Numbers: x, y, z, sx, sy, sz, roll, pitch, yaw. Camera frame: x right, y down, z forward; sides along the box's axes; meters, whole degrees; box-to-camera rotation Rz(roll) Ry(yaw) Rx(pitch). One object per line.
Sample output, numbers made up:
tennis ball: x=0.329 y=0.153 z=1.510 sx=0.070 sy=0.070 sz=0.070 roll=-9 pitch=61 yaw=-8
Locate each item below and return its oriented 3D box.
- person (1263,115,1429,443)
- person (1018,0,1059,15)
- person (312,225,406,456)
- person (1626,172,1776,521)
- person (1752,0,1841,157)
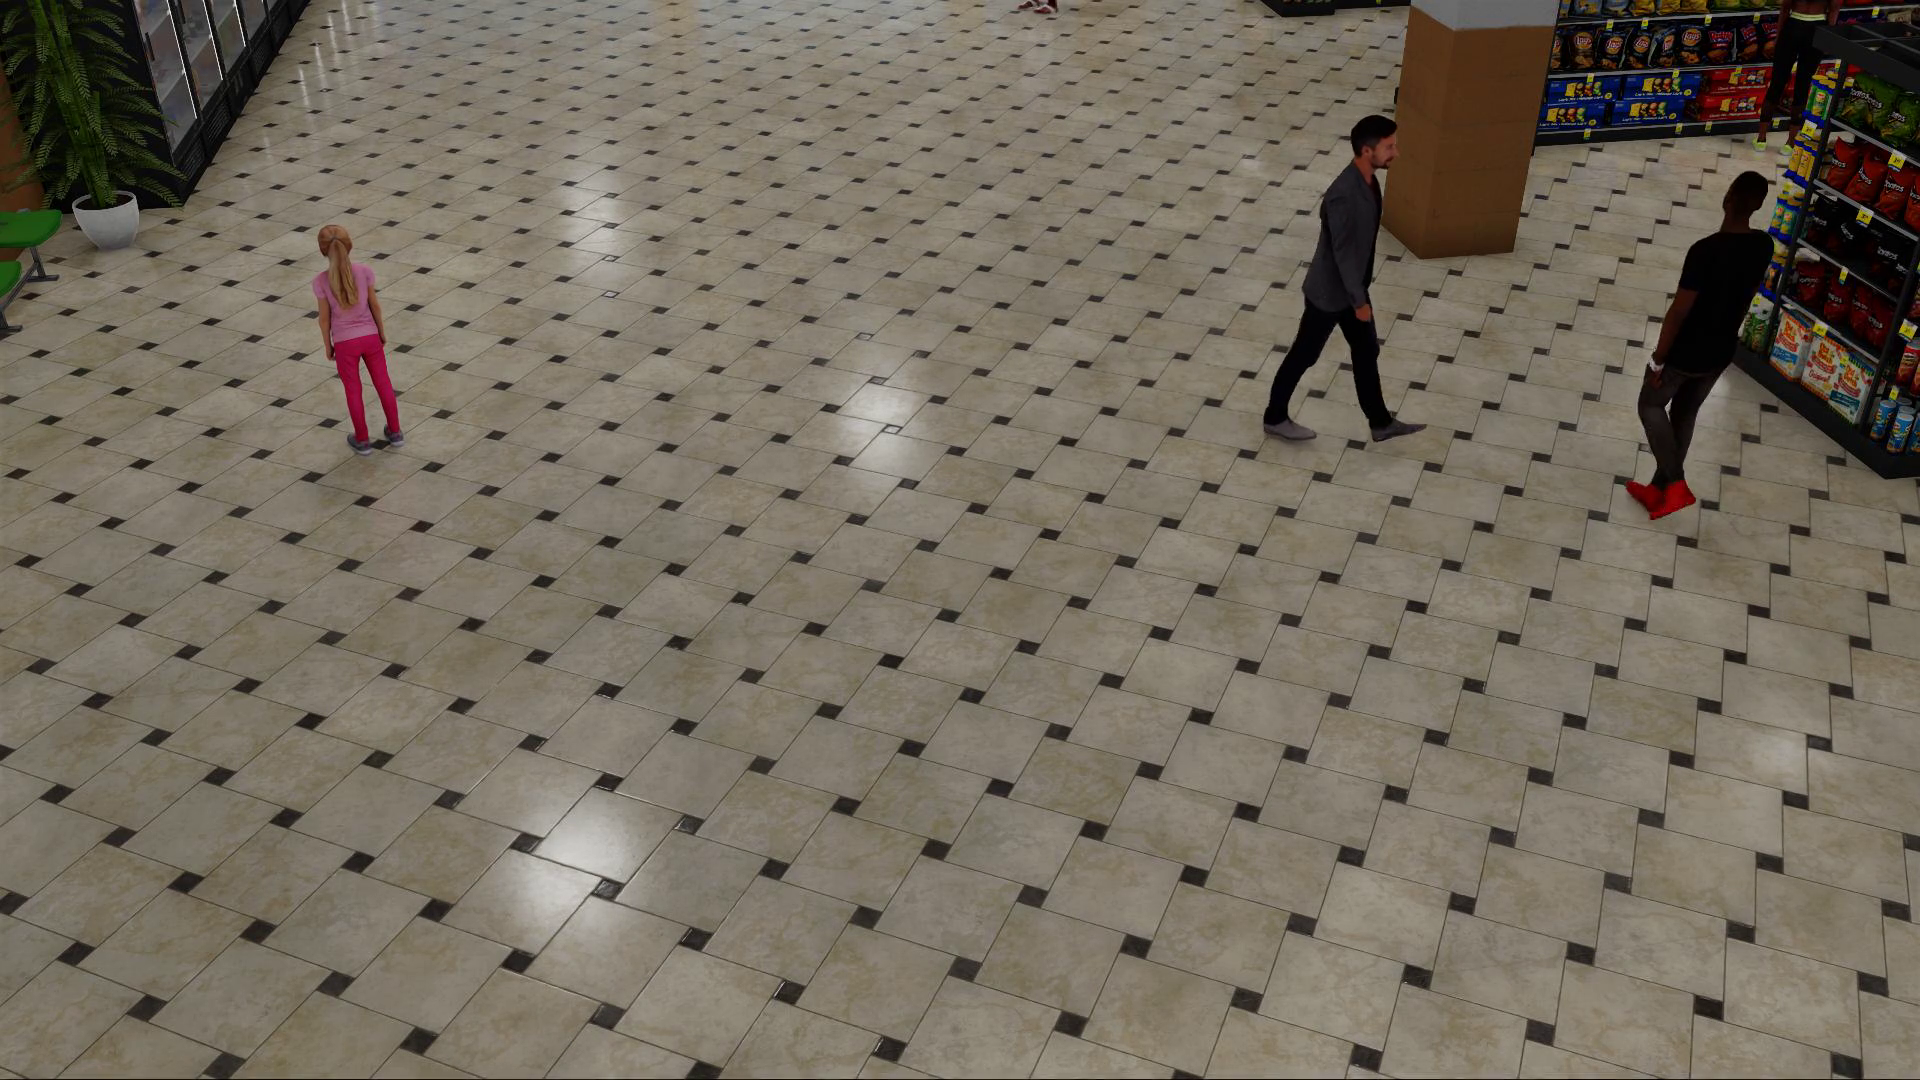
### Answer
person: x=1.896 y=-1.323 z=8.740 sx=1.203 sy=1.825 sz=1.100 roll=16 pitch=35 yaw=24
person: x=0.800 y=-6.165 z=16.636 sx=0.676 sy=1.704 sz=0.692 roll=-20 pitch=37 yaw=-29
person: x=-3.217 y=-1.074 z=8.866 sx=0.514 sy=1.269 sz=0.605 roll=-19 pitch=37 yaw=-27
person: x=3.628 y=-0.868 z=8.047 sx=0.750 sy=1.786 sz=0.752 roll=-9 pitch=33 yaw=-14
person: x=6.537 y=-3.878 z=12.915 sx=0.627 sy=1.753 sz=0.702 roll=17 pitch=36 yaw=25
